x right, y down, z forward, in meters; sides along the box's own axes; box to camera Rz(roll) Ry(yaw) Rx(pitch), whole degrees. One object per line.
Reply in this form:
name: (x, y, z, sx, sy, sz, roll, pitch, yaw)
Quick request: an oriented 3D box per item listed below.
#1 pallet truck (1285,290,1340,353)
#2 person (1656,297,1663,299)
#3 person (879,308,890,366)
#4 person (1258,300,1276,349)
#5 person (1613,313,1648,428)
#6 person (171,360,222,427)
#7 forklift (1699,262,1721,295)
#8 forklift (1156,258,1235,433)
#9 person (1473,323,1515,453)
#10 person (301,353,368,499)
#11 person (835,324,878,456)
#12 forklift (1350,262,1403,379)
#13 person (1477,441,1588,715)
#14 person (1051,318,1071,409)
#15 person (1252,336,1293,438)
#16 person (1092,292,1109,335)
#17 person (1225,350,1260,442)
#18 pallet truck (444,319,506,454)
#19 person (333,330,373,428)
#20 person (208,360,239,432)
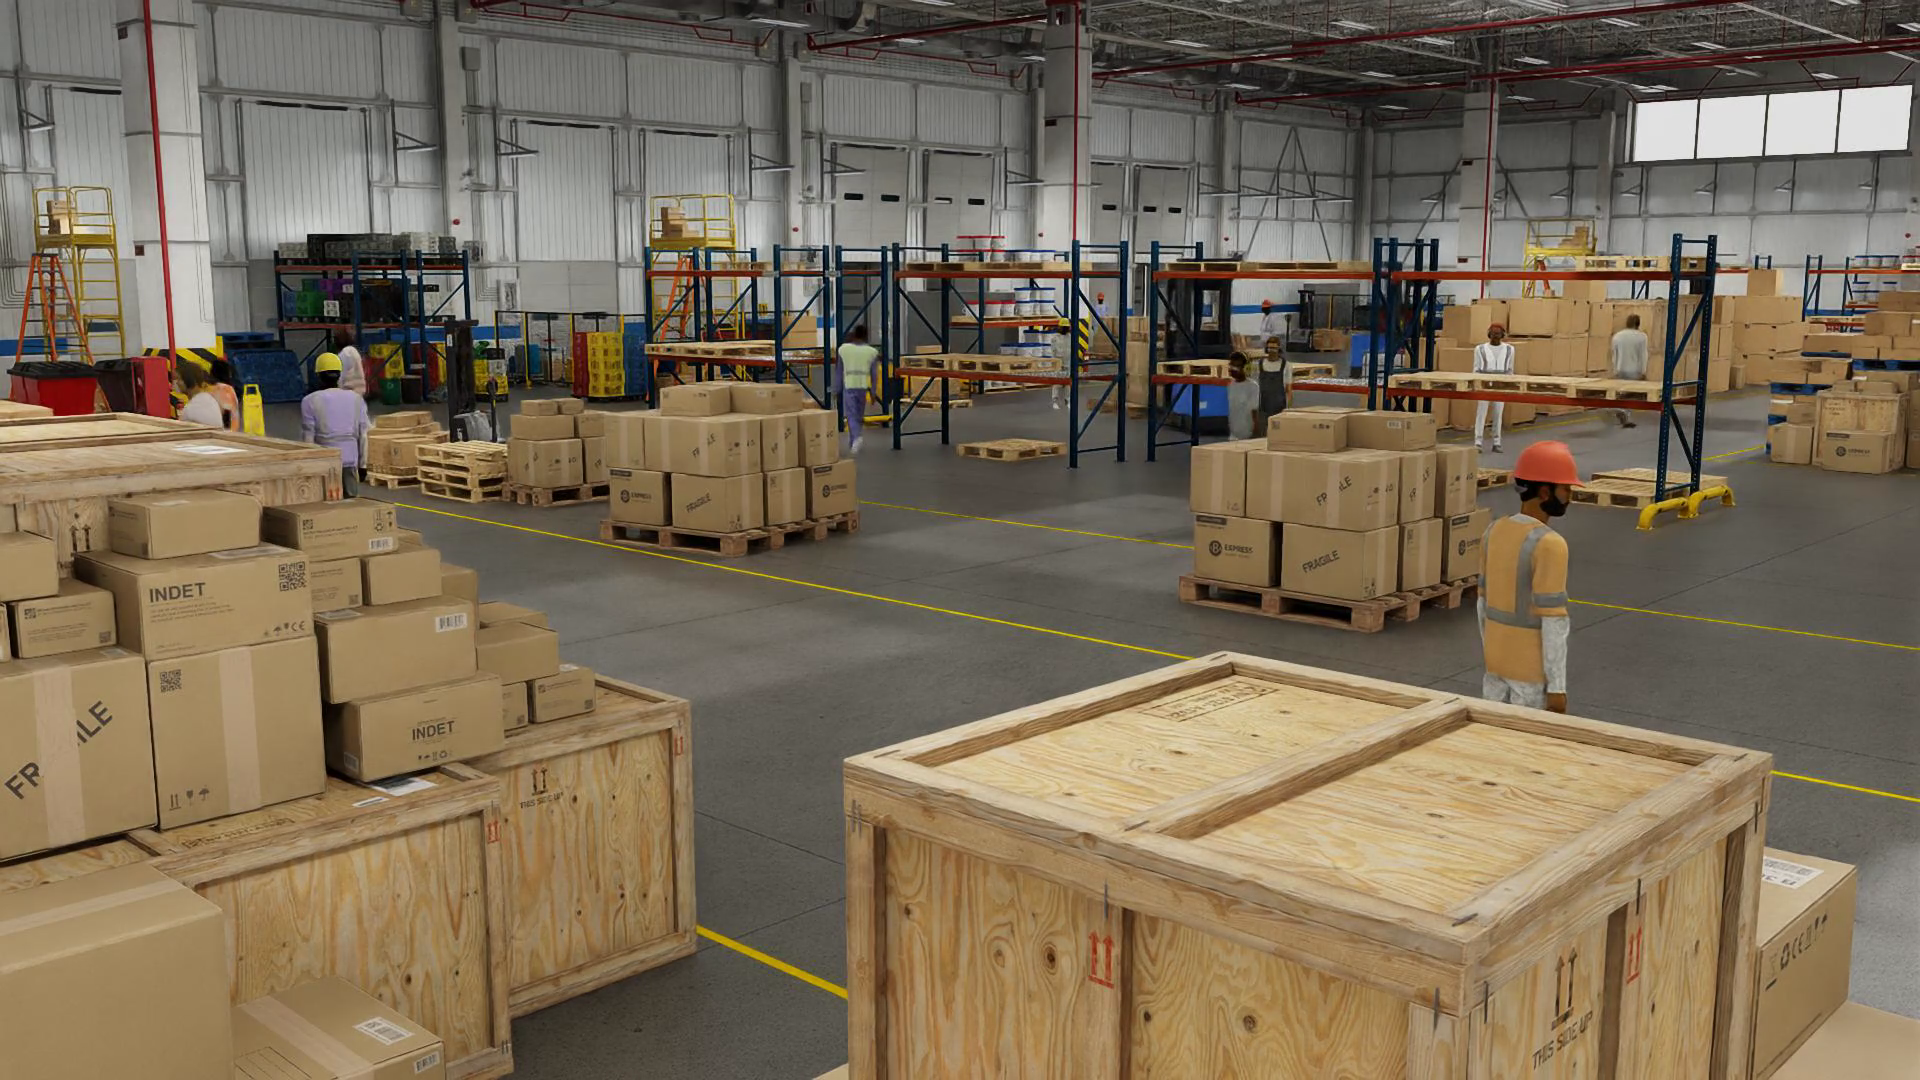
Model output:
pallet truck: (11.297, -6.951, 52.861, 1.885, 1.965, 0.823, -5, 11, -29)
person: (18.355, -5.421, 43.689, 0.628, 1.932, 0.361, -6, 11, -33)
person: (-2.002, -5.350, 44.170, 0.314, 1.634, 0.515, 1, 9, 4)
person: (7.619, -4.960, 40.946, 0.887, 1.912, 0.547, -3, 10, -17)
person: (11.128, -2.802, 27.640, 0.471, 1.926, 0.652, -6, 11, -34)
person: (-6.209, -0.502, 13.556, 0.446, 1.918, 0.632, -2, 9, -12)
forklift: (20.092, -6.078, 44.812, 1.873, 2.768, 1.129, 3, 10, 17)
forklift: (3.994, -3.215, 27.258, 1.129, 2.768, 1.873, -3, 10, -16)
person: (7.695, -2.188, 24.014, 0.575, 1.881, 0.356, 1, 9, 5)
person: (-5.537, -0.692, 14.732, 0.400, 1.922, 0.593, 8, 12, 40)
person: (-1.463, -2.145, 23.797, 0.638, 1.870, 0.859, -2, 10, -13)
forklift: (10.394, -5.278, 39.903, 1.873, 2.768, 1.129, 3, 10, 15)
person: (2.445, 0.538, 7.138, 0.370, 1.933, 0.551, -2, 10, -13)
person: (1.959, -3.339, 31.511, 0.485, 1.739, 0.319, -2, 9, -12)
person: (3.892, -1.628, 20.760, 0.515, 1.833, 0.374, 3, 10, 18)
person: (4.345, -6.694, 51.502, 0.544, 1.930, 0.388, 1, 9, 4)
person: (3.000, -1.069, 17.328, 0.834, 1.836, 0.516, -7, 12, -39)
pallet truck: (-6.981, -1.942, 22.150, 1.885, 1.965, 0.823, 1, 9, 9)
person: (-8.662, -2.066, 23.577, 0.957, 1.796, 0.627, -2, 9, -10)
person: (-8.076, -1.156, 18.353, 0.589, 1.652, 0.604, 8, 12, 40)
